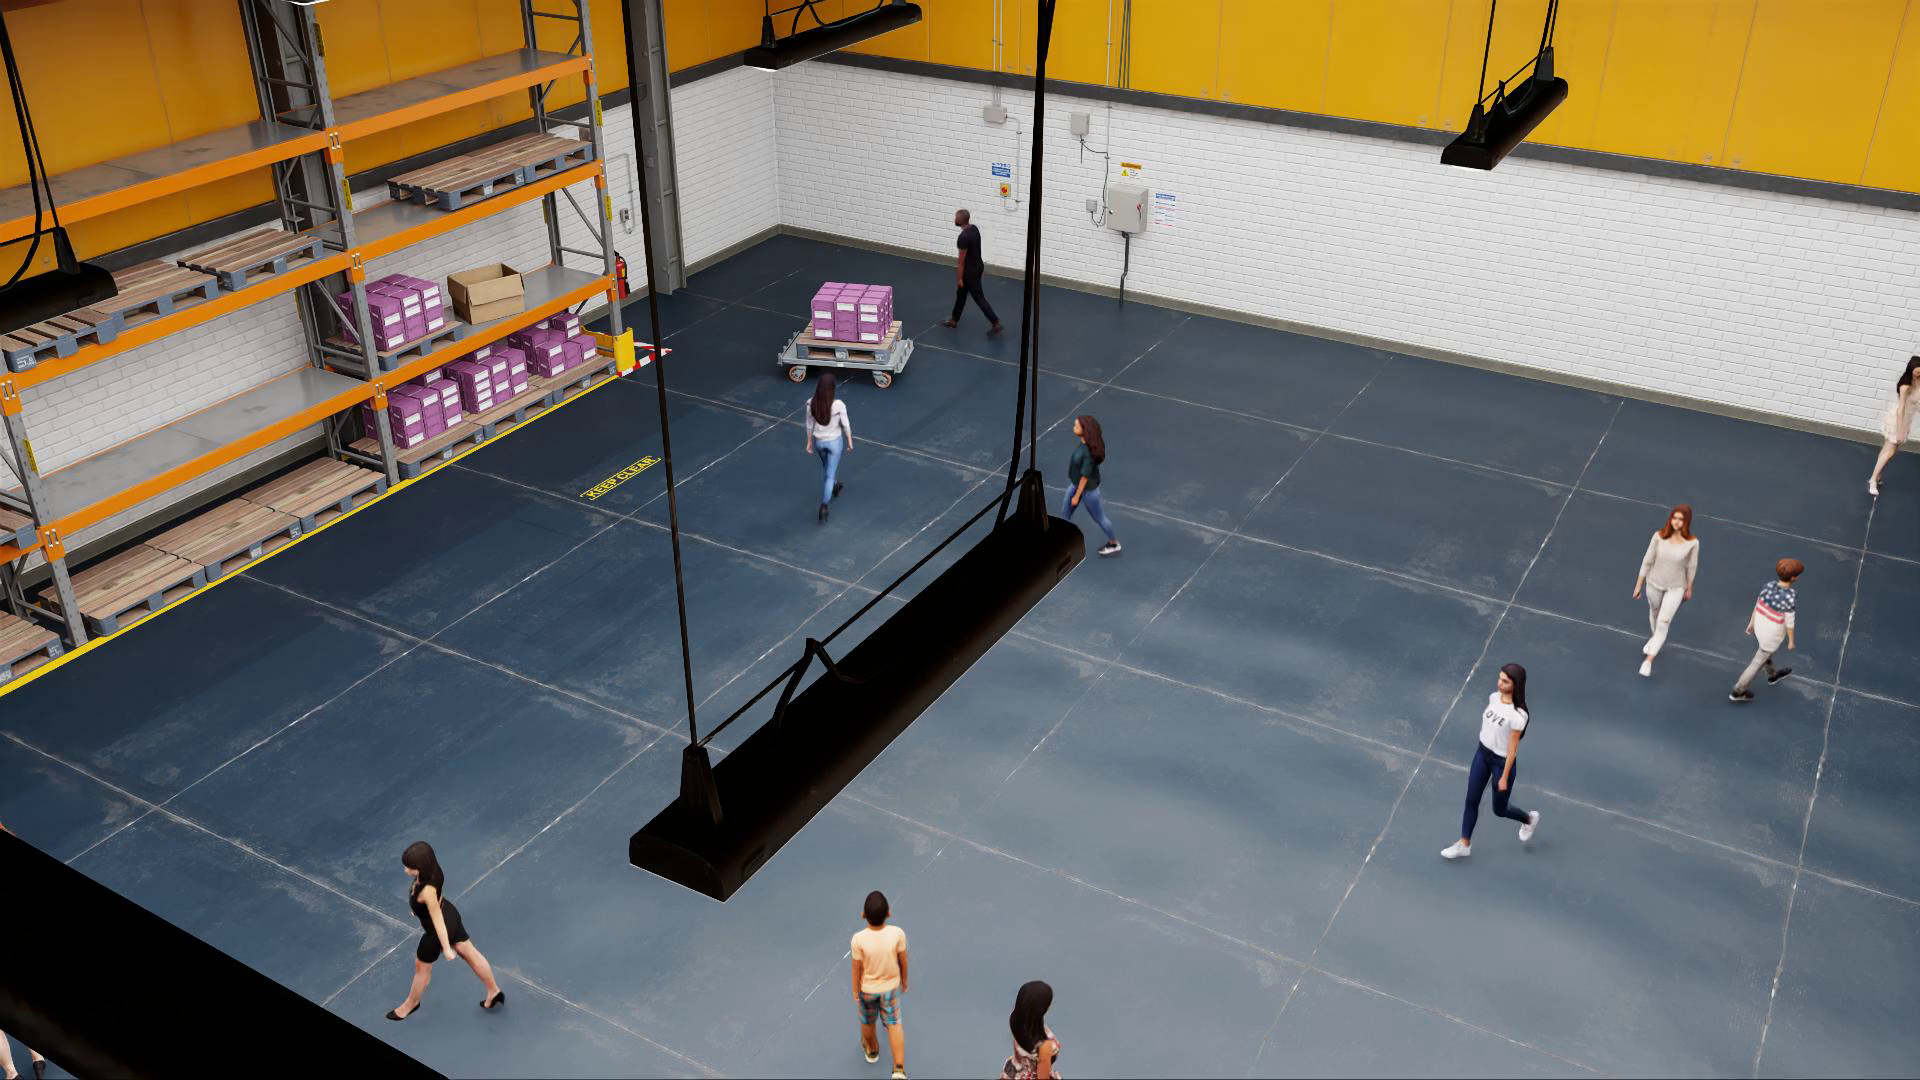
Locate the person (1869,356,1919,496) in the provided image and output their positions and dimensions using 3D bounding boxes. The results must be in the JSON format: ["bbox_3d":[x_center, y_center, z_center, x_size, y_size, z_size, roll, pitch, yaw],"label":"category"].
[{"bbox_3d":[10.474,-1.327,18.597,0.770,1.712,0.552,15,32,25],"label":"person"}]

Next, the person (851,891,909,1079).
[{"bbox_3d":[-0.524,2.988,10.967,0.858,1.443,0.926,-7,29,-12],"label":"person"}]

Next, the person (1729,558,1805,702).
[{"bbox_3d":[7.239,0.831,14.969,1.008,1.398,0.928,-9,30,-15],"label":"person"}]

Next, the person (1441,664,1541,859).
[{"bbox_3d":[4.245,1.739,12.930,1.117,1.757,1.002,-10,30,-17],"label":"person"}]

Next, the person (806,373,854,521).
[{"bbox_3d":[-1.456,-0.983,18.097,0.785,1.587,1.105,8,30,15],"label":"person"}]

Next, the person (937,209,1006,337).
[{"bbox_3d":[0.251,-3.617,22.731,0.971,1.773,1.241,10,30,18],"label":"person"}]

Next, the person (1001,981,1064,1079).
[{"bbox_3d":[0.355,3.363,10.093,1.037,1.621,0.887,-17,33,-29],"label":"person"}]

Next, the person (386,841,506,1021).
[{"bbox_3d":[-3.462,2.681,11.371,1.096,1.596,1.088,-3,29,-5],"label":"person"}]

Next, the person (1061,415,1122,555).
[{"bbox_3d":[1.391,-0.520,17.265,1.073,1.570,1.102,-3,29,-6],"label":"person"}]

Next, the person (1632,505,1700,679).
[{"bbox_3d":[6.586,0.400,15.483,0.671,1.662,1.085,19,34,30],"label":"person"}]
